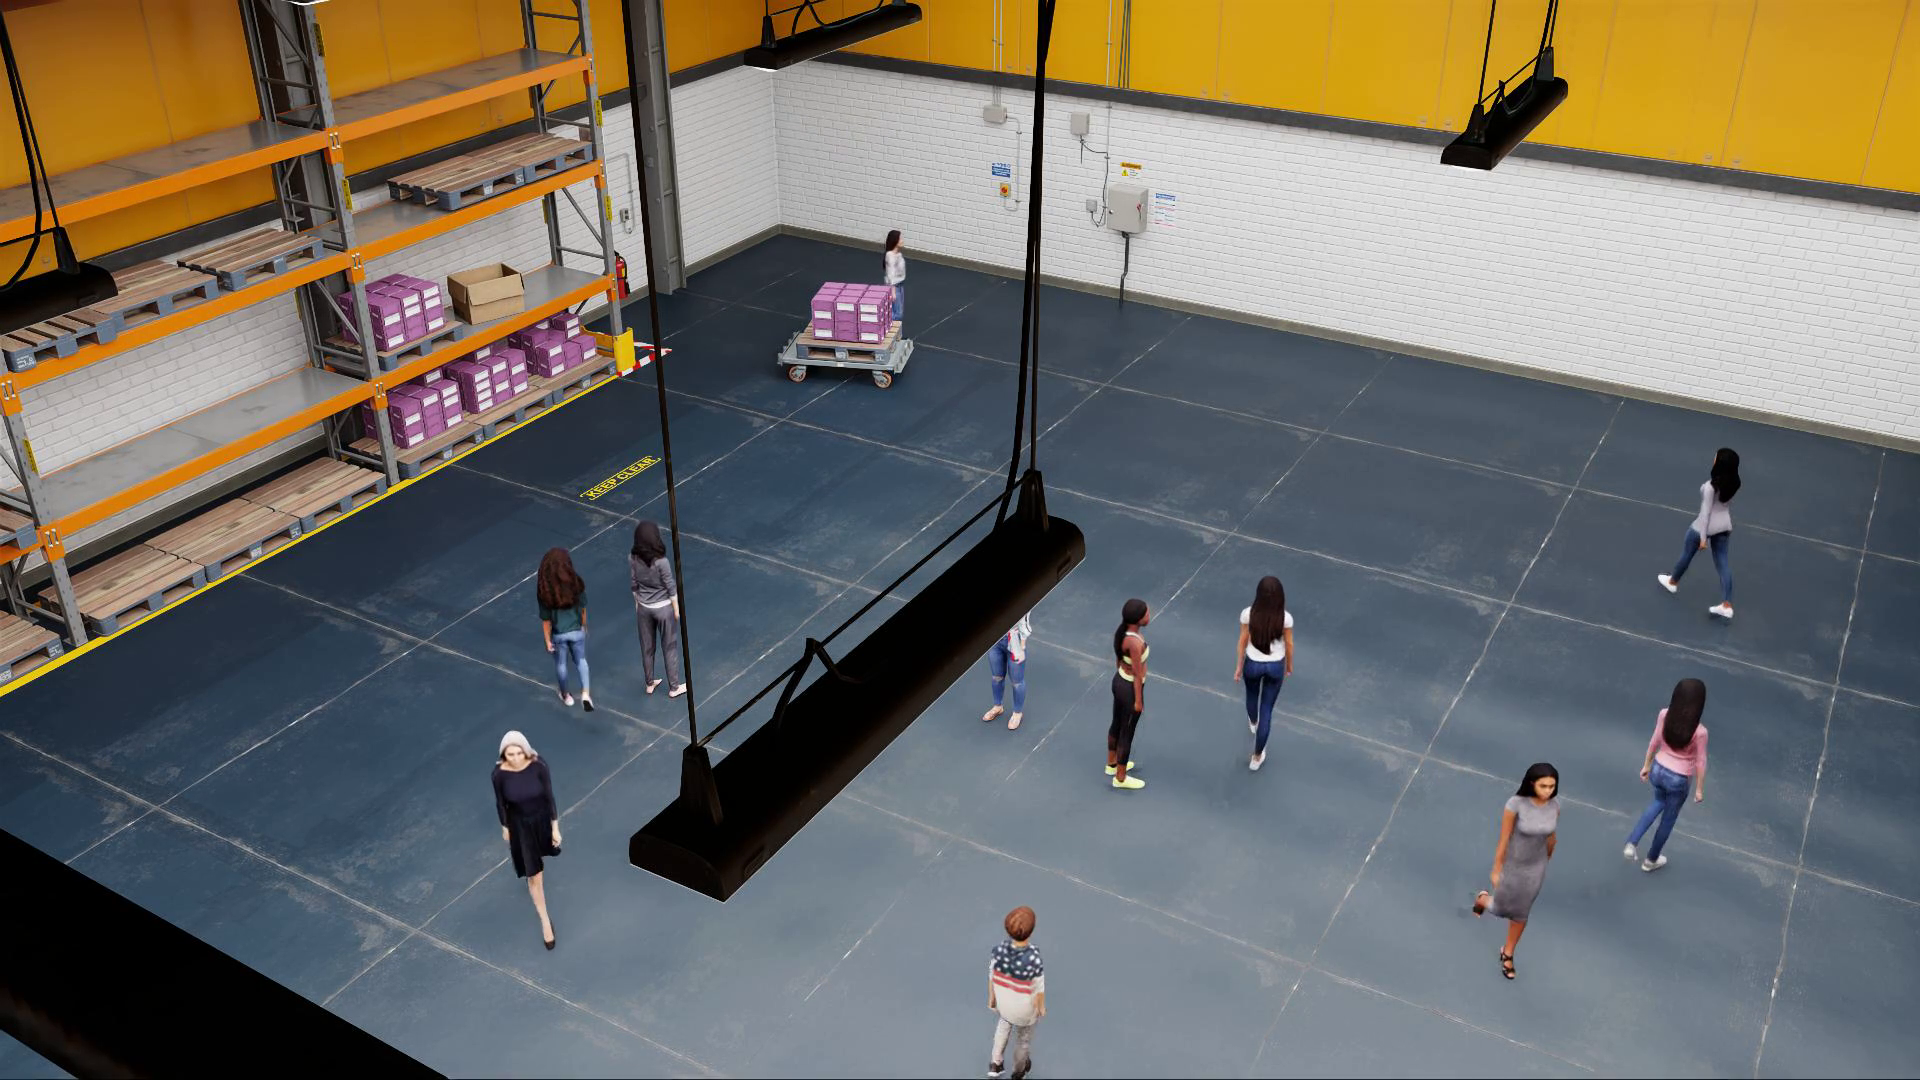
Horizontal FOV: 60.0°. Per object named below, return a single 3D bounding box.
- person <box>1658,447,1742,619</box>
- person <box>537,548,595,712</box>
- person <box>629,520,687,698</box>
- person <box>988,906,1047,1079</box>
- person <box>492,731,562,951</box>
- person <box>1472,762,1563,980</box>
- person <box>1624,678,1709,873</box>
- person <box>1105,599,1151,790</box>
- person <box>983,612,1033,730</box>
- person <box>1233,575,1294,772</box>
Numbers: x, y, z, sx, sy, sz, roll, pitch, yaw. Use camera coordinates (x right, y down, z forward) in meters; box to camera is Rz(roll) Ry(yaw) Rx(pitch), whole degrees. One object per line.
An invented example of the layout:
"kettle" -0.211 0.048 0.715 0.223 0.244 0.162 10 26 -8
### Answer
"person" 7.431 -0.042 16.265 1.140 1.690 1.153 -10 30 -17
"person" -3.461 0.841 14.737 0.910 1.602 0.923 -14 32 -25
"person" -2.742 0.620 14.974 0.627 1.763 0.571 9 30 17
"person" 0.347 3.034 10.896 0.512 1.431 0.565 15 32 25
"person" -3.181 2.107 12.310 1.132 1.703 1.079 -12 31 -21
"person" 3.962 2.298 11.897 0.875 1.765 0.978 -3 29 -6
"person" 5.395 1.847 12.759 0.835 1.731 0.758 -17 33 -28
"person" 1.383 1.257 13.818 0.697 1.753 0.633 -7 29 -12
"person" 0.417 0.903 14.611 0.587 1.614 0.496 15 32 25
"person" 2.543 1.158 14.010 0.799 1.742 1.072 8 30 14
